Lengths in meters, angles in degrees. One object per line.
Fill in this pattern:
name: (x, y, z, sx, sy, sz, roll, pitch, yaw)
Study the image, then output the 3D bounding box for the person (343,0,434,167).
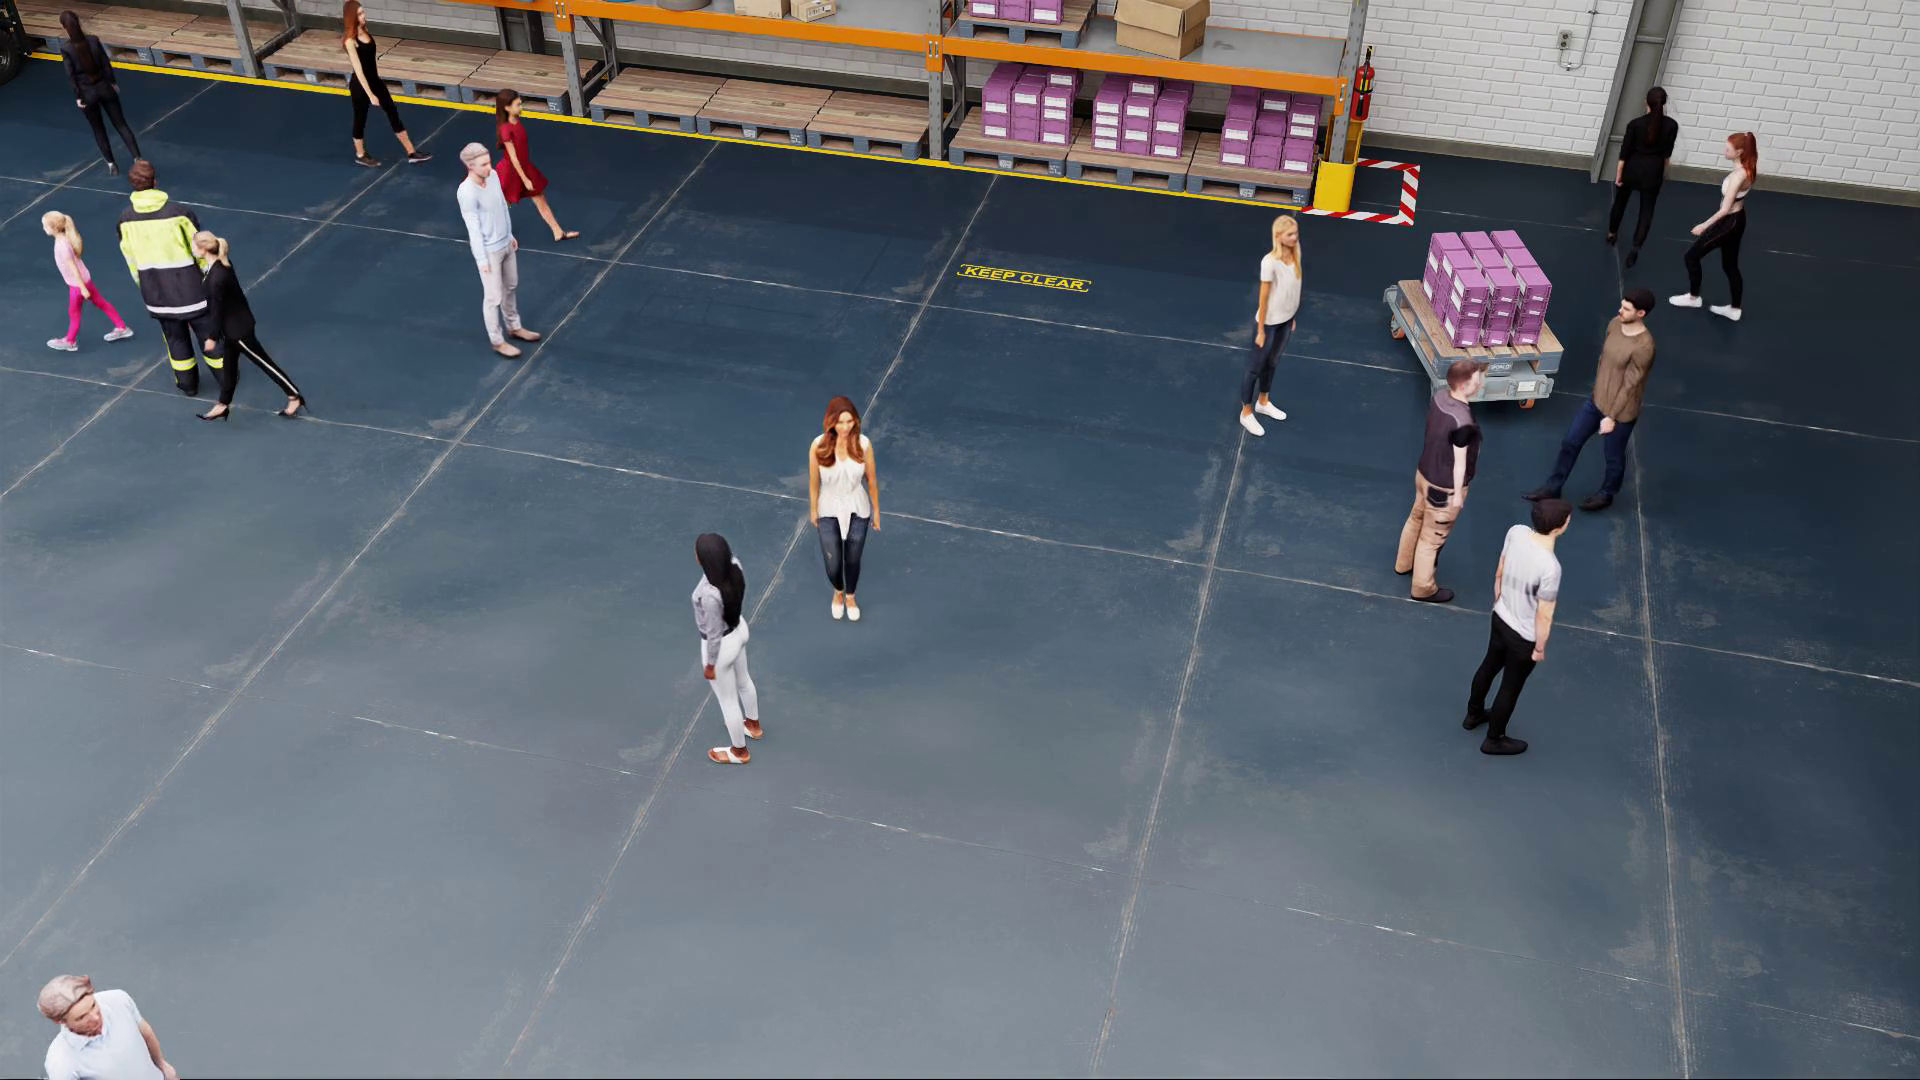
person: (-5.949, -4.476, 16.449, 1.022, 1.691, 0.590, 11, 40, 14)

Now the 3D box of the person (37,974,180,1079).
person: (-3.846, 2.534, 7.568, 0.627, 1.819, 0.688, 12, 40, 15)

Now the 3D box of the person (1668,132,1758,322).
person: (6.547, -2.594, 14.081, 0.912, 1.705, 0.752, 27, 46, 29)

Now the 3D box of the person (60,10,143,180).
person: (-8.414, -4.346, 16.269, 0.771, 1.711, 0.845, -31, 48, -33)

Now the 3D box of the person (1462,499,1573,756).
person: (3.376, 0.507, 10.072, 0.725, 1.863, 0.740, -9, 40, -12)

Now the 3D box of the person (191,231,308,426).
person: (-5.484, -1.606, 12.881, 1.121, 1.658, 0.959, -12, 40, -15)

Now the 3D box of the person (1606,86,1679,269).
person: (6.127, -3.230, 14.934, 0.958, 1.635, 0.709, 12, 40, 14)

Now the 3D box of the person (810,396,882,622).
person: (-0.790, -0.235, 11.074, 0.652, 1.772, 0.764, -7, 39, -9)

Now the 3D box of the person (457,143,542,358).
person: (-3.865, -2.407, 13.702, 0.583, 1.887, 0.660, 11, 40, 14)

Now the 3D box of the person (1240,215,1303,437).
person: (2.412, -1.682, 12.857, 0.673, 1.808, 0.676, 32, 48, 33)

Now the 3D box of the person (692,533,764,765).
person: (-1.414, 0.638, 10.019, 0.496, 1.723, 0.598, 11, 40, 13)

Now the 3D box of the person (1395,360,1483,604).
person: (3.250, -0.429, 11.260, 0.735, 1.841, 0.763, -5, 39, -6)

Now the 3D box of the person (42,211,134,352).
person: (-7.319, -2.184, 13.939, 0.941, 1.242, 0.823, -14, 41, -17)

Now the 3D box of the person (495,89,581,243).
person: (-4.131, -3.350, 15.185, 1.101, 1.509, 0.634, 5, 39, 6)

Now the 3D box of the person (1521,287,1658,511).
person: (4.767, -0.986, 11.939, 1.042, 1.866, 0.933, -13, 40, -16)

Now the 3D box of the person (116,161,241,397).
person: (-6.227, -2.051, 13.189, 0.784, 1.971, 0.930, -7, 39, -9)
